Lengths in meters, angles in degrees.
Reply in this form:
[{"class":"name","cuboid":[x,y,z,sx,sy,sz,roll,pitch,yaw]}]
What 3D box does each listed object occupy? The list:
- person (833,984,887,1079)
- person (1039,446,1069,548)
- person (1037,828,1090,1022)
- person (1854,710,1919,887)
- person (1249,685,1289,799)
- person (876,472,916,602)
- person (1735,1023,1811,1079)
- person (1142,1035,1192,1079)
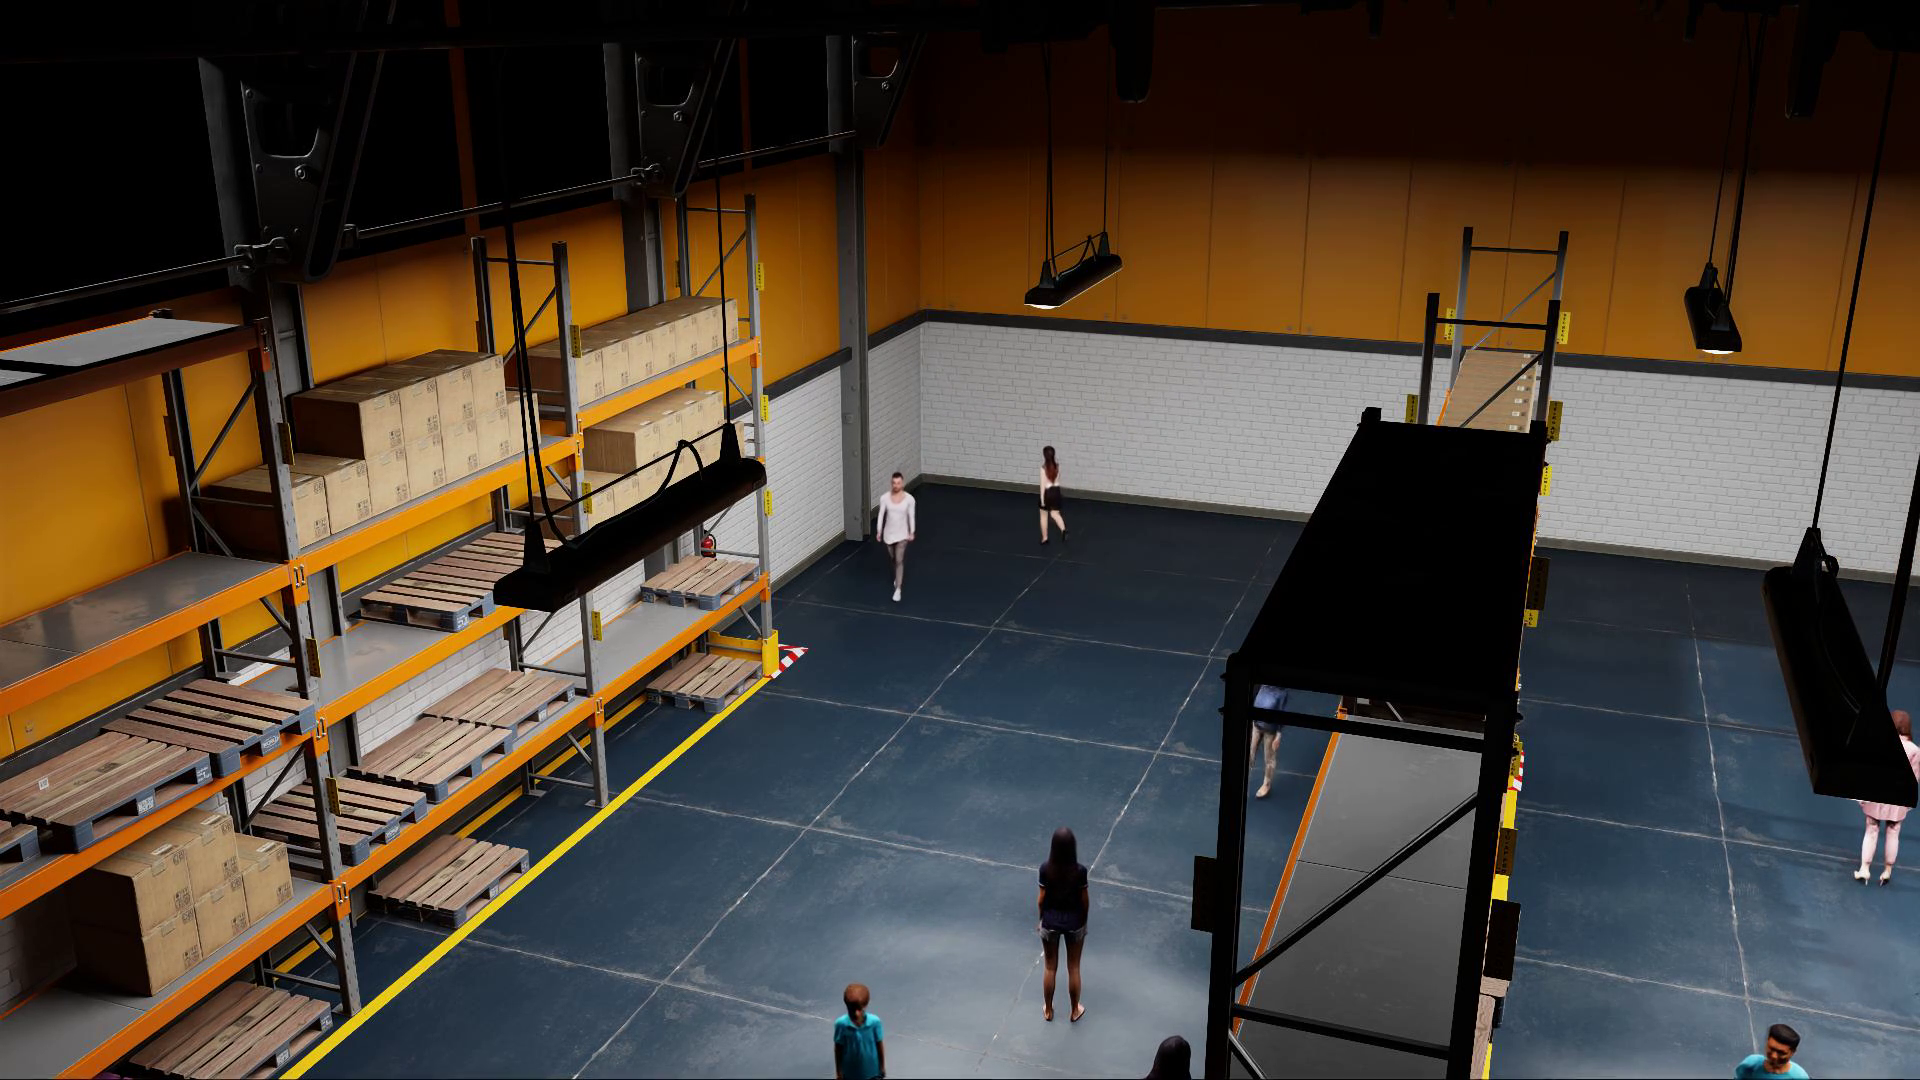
[{"class":"person","cuboid":[-0.739,3.898,12.387,0.624,1.435,0.655,-1,19,-3]},{"class":"person","cuboid":[1.437,-0.620,25.496,0.916,1.631,0.937,-11,22,-30]},{"class":"person","cuboid":[0.857,3.214,13.897,0.622,1.766,0.582,2,19,7]},{"class":"person","cuboid":[8.915,2.488,15.999,0.610,1.802,0.518,6,19,17]},{"class":"person","cuboid":[3.271,2.008,17.648,0.763,1.658,1.062,12,22,32]},{"class":"person","cuboid":[-0.901,-0.105,23.702,0.773,1.799,1.186,4,19,12]},{"class":"person","cuboid":[5.472,4.062,11.366,0.627,1.776,0.525,8,20,22]},{"class":"person","cuboid":[1.422,4.116,11.315,0.609,1.706,0.532,8,20,23]}]
